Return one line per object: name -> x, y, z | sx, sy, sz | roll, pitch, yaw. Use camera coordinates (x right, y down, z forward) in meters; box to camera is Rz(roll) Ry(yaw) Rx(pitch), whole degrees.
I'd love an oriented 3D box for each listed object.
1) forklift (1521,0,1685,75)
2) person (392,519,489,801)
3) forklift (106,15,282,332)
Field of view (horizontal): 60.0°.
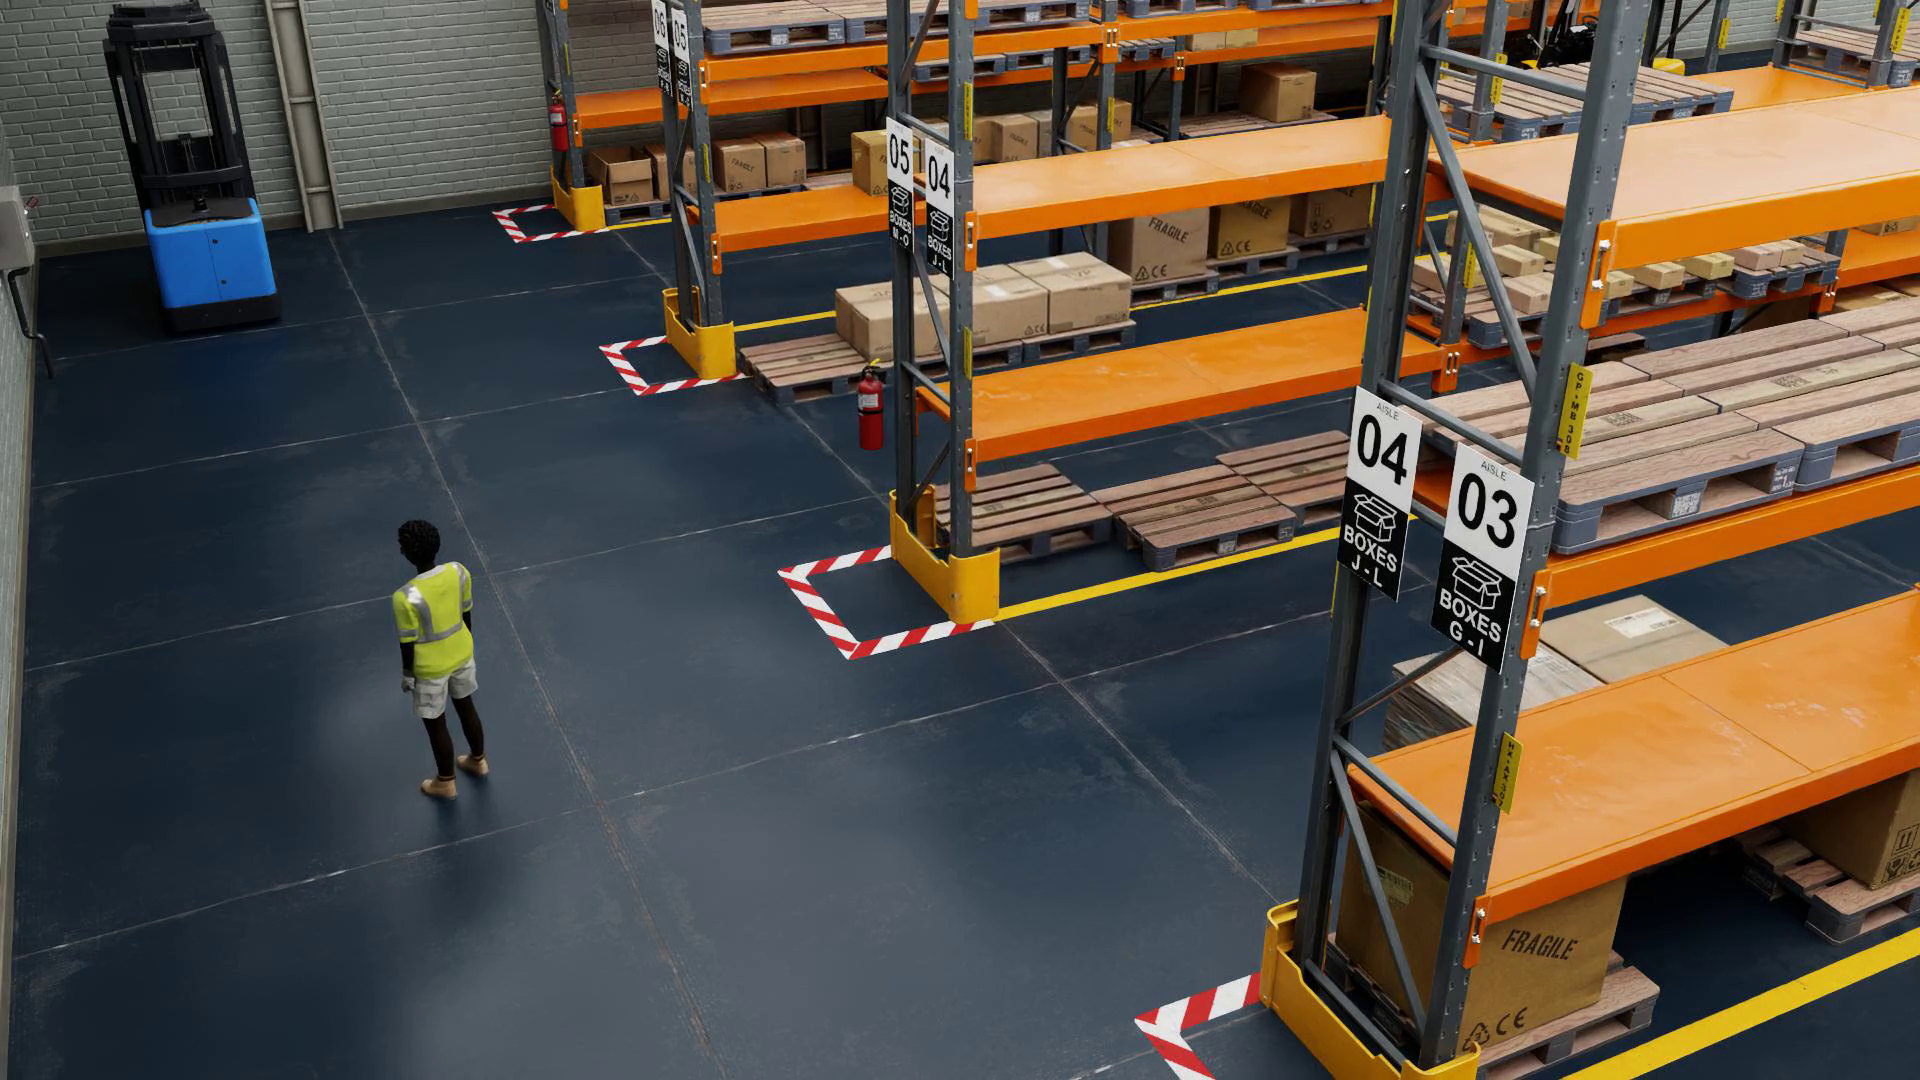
forklift -> 8.950, -6.807, 23.056 | 1.214, 2.155, 2.313 | -12, 30, -22
person -> -2.901, 0.664, 9.289 | 0.319, 1.687, 0.537 | 14, 31, 24
forklift -> -7.548, -3.672, 16.323 | 1.129, 2.768, 1.873 | -12, 30, -22
